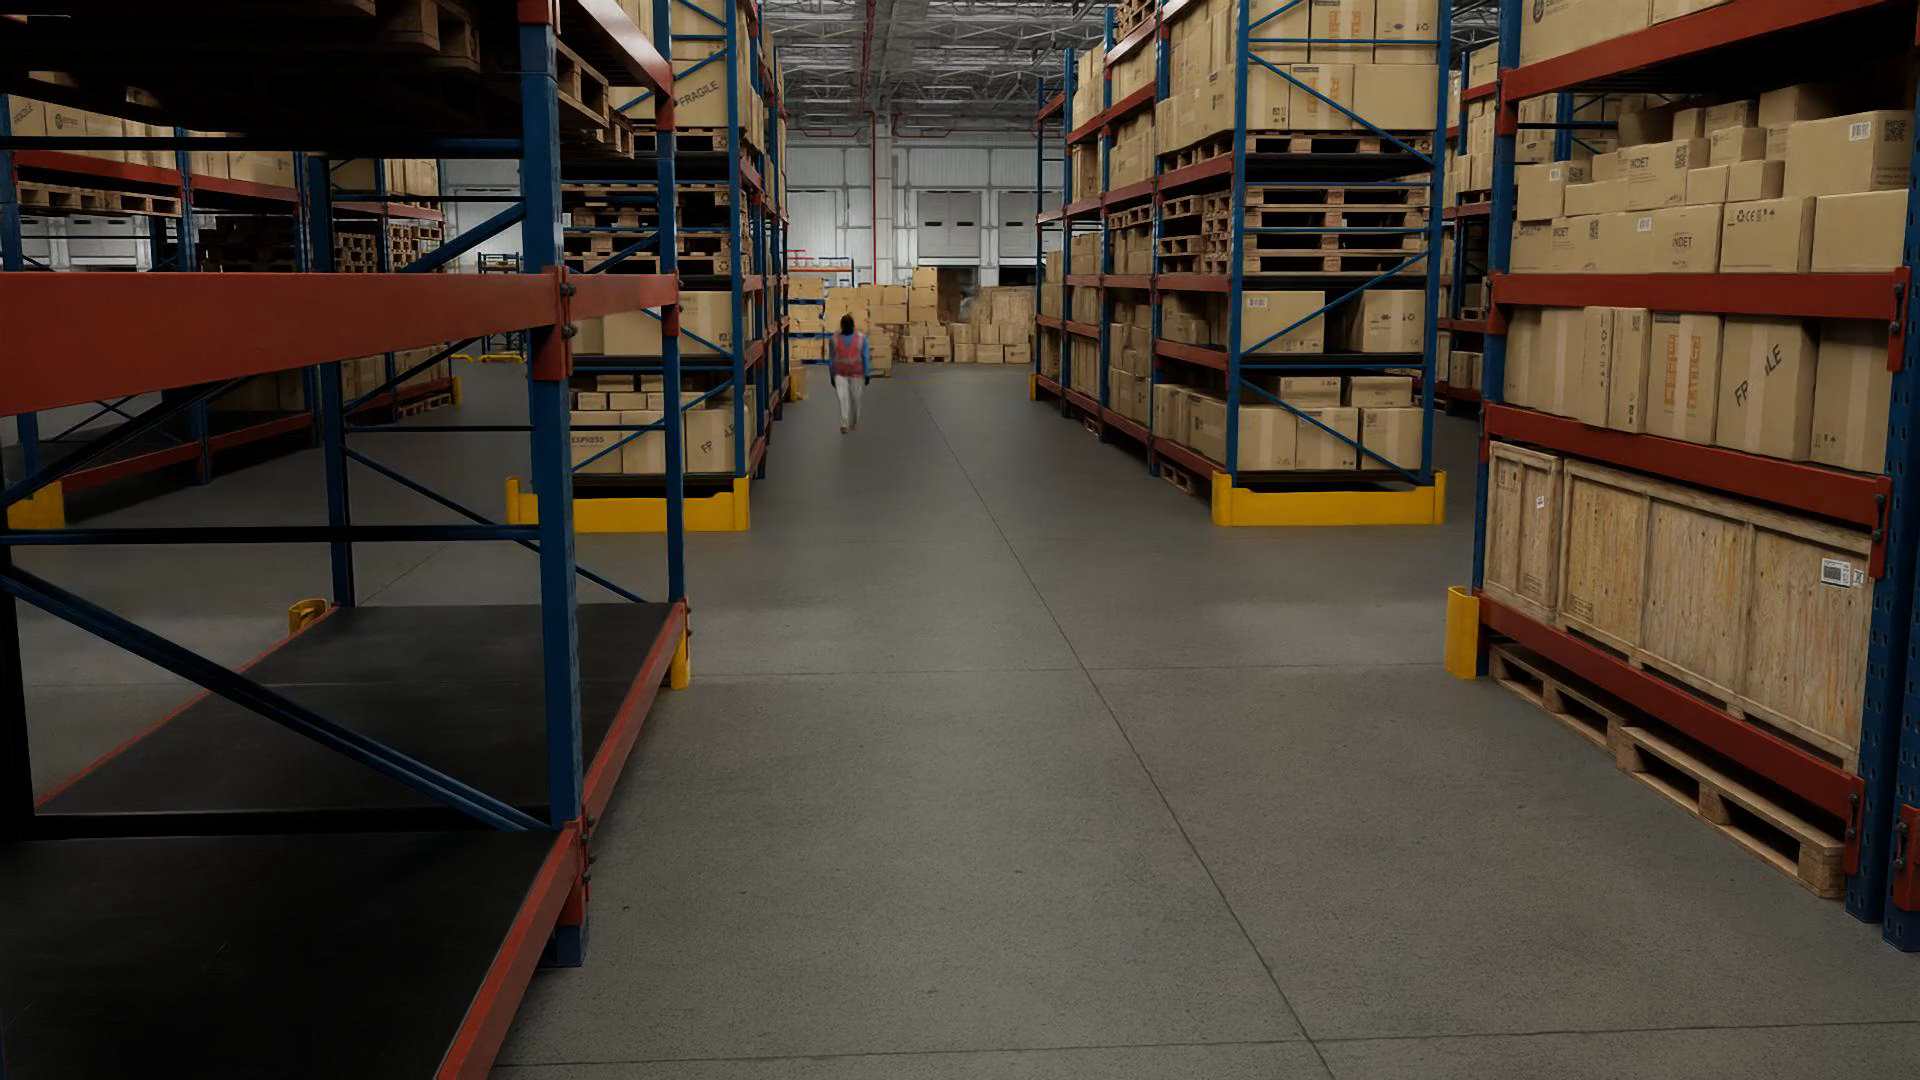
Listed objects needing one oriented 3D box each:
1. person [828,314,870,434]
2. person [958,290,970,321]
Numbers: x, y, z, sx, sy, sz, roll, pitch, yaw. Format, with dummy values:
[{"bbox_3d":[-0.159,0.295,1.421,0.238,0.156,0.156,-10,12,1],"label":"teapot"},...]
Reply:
[{"bbox_3d":[-1.693,-2.543,25.447,0.632,1.819,0.794,-1,9,-4],"label":"person"},{"bbox_3d":[0.093,-7.507,56.370,1.038,1.883,0.652,-2,9,-13],"label":"person"}]
